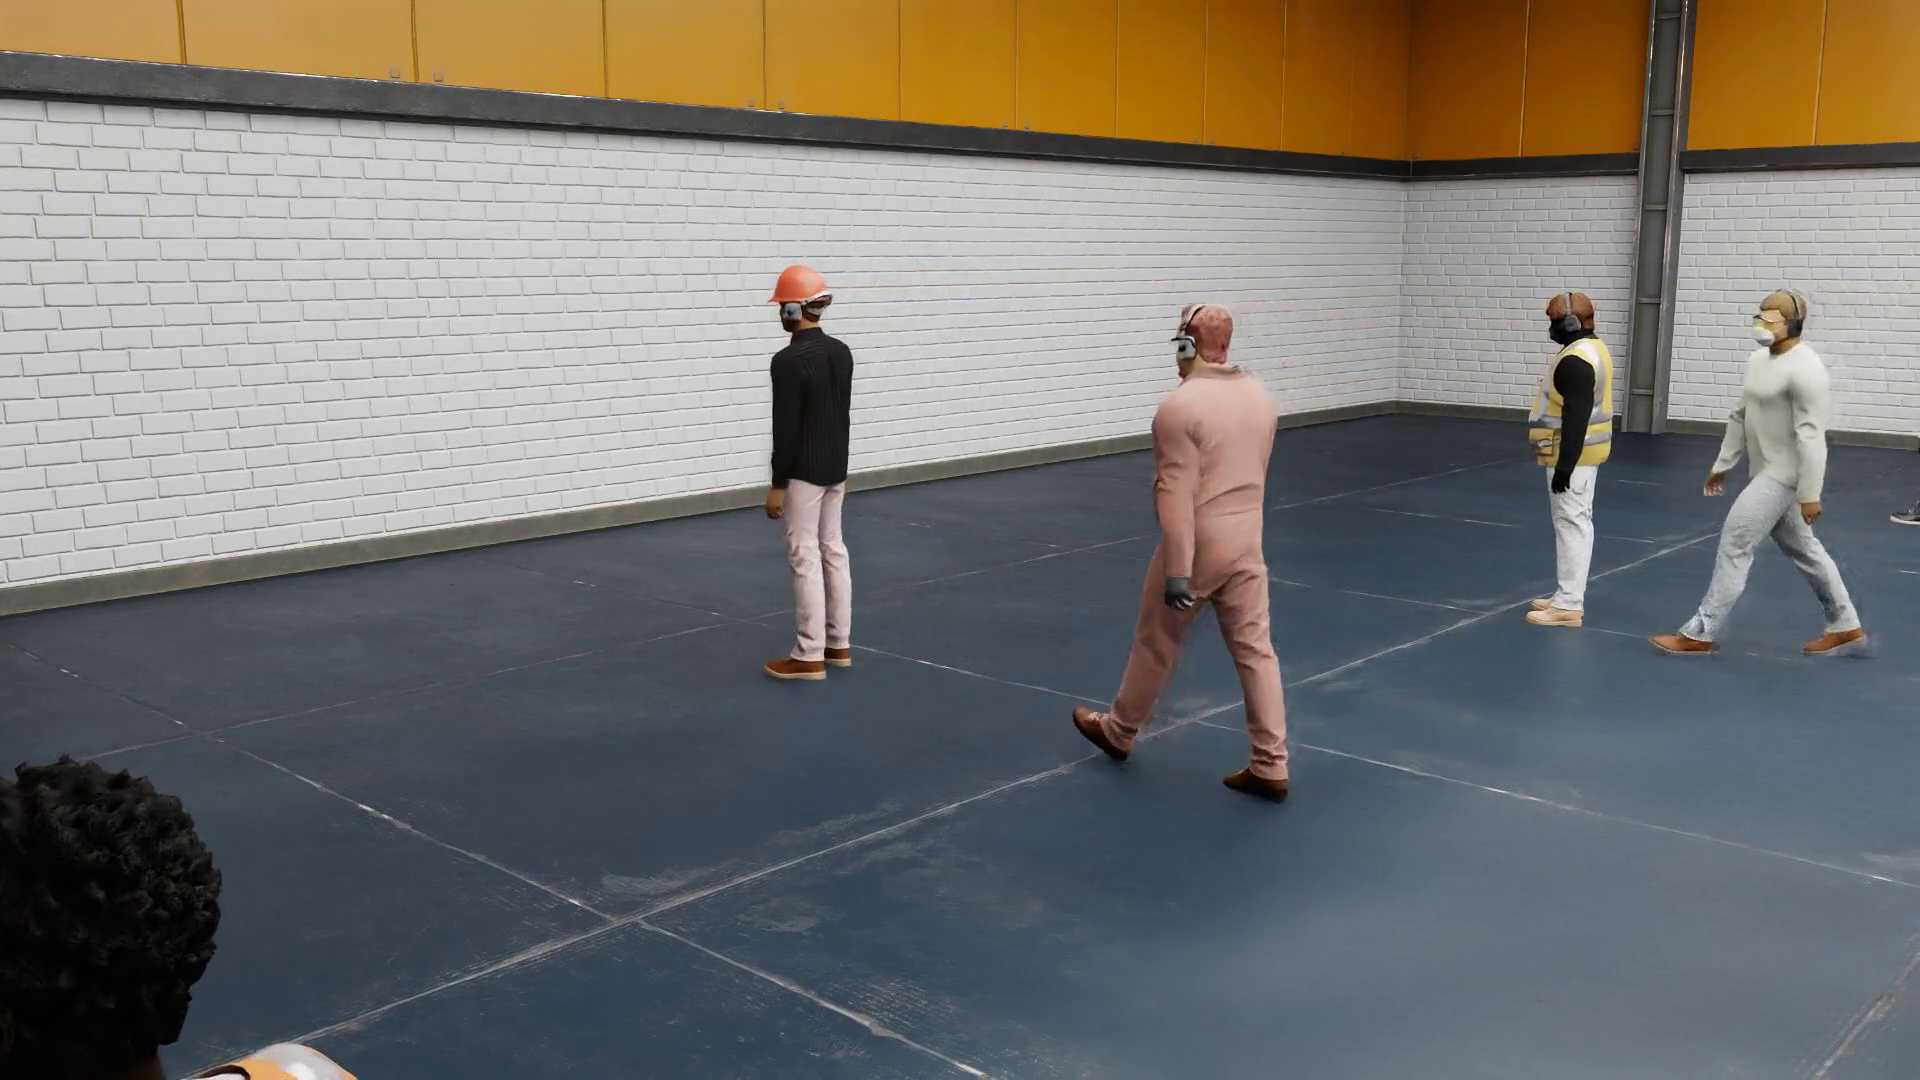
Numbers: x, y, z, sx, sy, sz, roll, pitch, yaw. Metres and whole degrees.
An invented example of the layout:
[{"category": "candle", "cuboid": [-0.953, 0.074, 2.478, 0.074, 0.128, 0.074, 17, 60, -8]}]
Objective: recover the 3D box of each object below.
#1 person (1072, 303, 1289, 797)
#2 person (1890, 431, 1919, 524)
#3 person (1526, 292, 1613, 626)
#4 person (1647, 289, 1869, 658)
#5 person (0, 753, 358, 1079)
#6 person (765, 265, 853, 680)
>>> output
[{"category": "person", "cuboid": [0.909, 0.028, 6.436, 0.664, 1.855, 1.025, -8, 13, -38]}, {"category": "person", "cuboid": [7.426, -1.058, 12.376, 0.622, 1.943, 0.637, 8, 13, 39]}, {"category": "person", "cuboid": [3.356, -0.442, 9.185, 0.430, 1.838, 0.622, 5, 11, 27]}, {"category": "person", "cuboid": [4.114, -0.312, 8.335, 1.074, 1.884, 0.638, 2, 10, 10]}, {"category": "person", "cuboid": [-0.646, 1.003, 1.378, 0.321, 1.691, 0.532, 3, 10, 15]}, {"category": "person", "cuboid": [-0.738, -0.323, 8.051, 0.393, 1.992, 0.617, 5, 11, 26]}]
